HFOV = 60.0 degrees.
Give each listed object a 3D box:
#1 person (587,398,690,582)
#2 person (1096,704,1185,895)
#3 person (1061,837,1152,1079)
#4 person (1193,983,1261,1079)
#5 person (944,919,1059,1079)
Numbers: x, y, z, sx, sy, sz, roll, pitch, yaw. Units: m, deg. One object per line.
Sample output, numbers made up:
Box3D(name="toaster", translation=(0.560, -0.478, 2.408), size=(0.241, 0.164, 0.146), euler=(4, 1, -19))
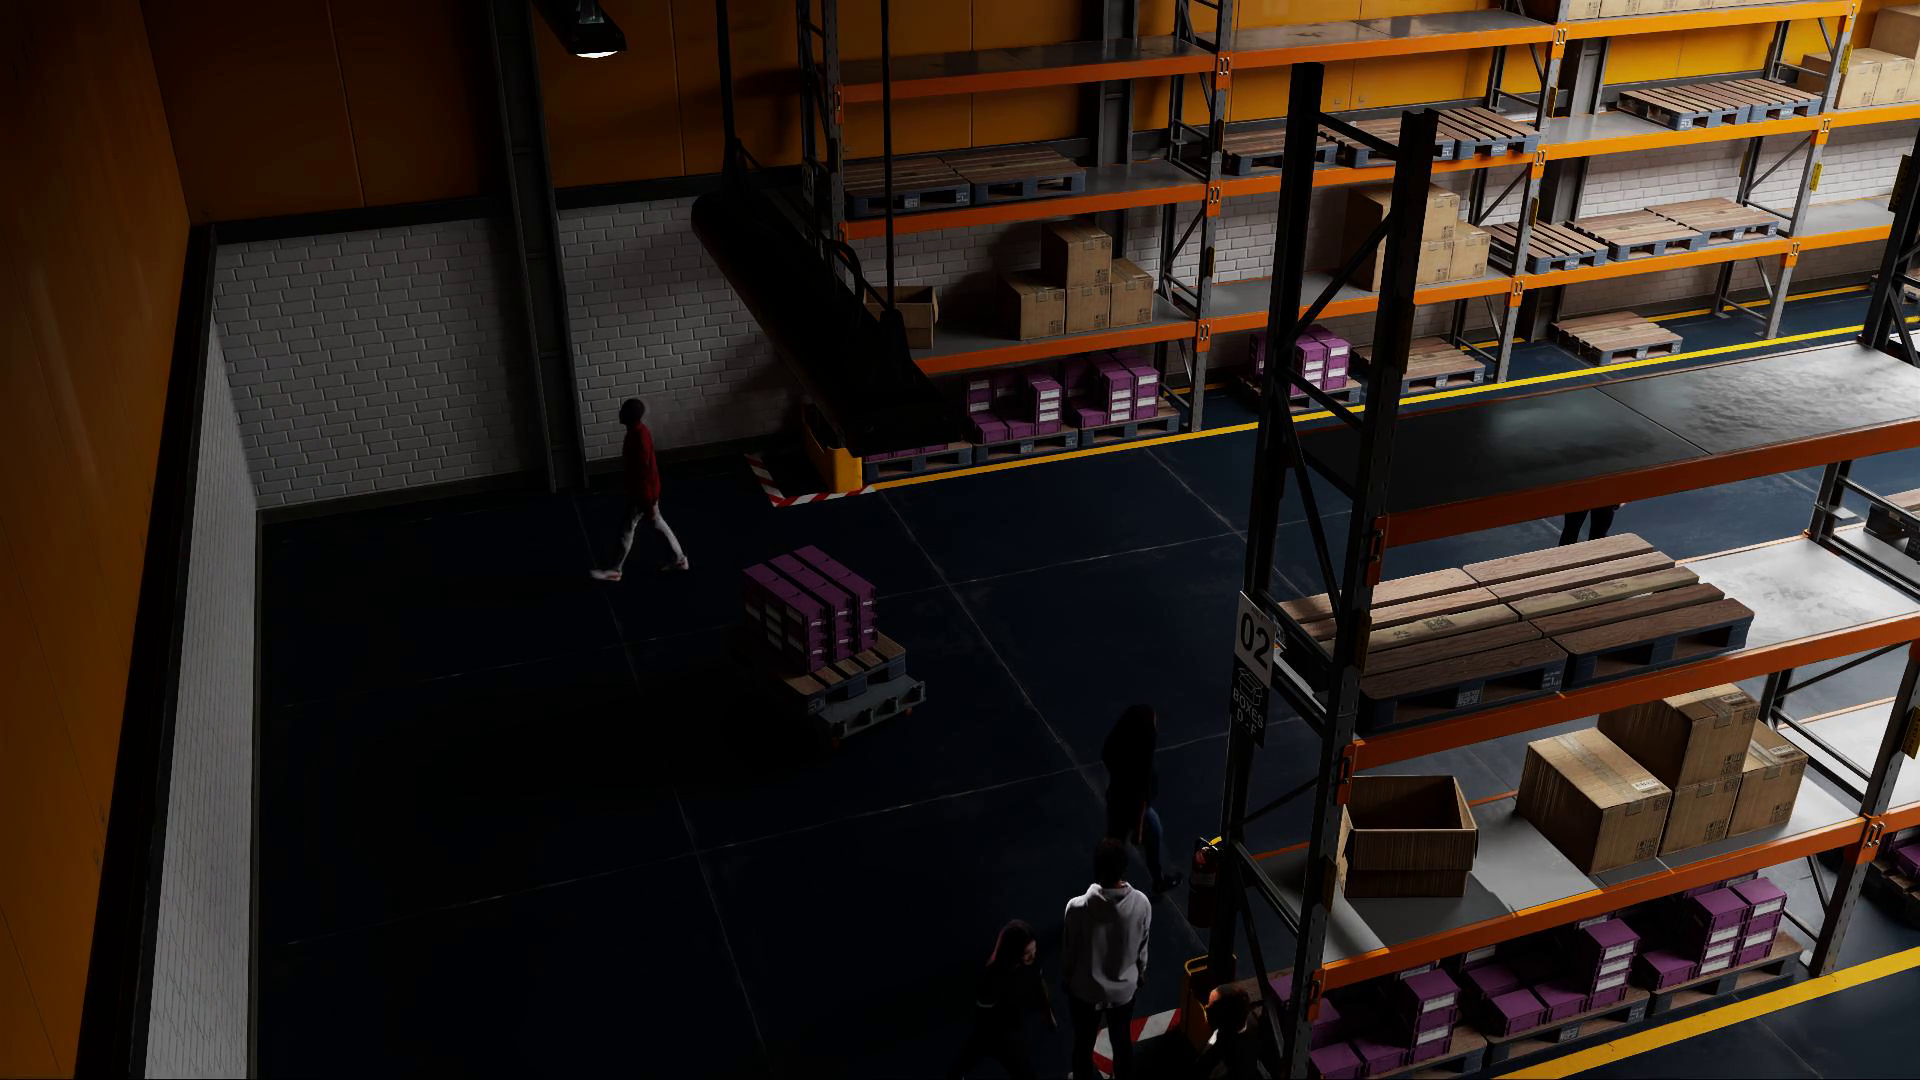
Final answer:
Box3D(name="person", translation=(-2.800, -0.448, 15.111), size=(1.206, 1.776, 0.836), euler=(-5, 29, -9))
Box3D(name="person", translation=(1.069, 1.844, 11.108), size=(0.987, 1.587, 0.713), euler=(-16, 33, -27))
Box3D(name="person", translation=(0.827, 2.530, 9.498), size=(0.574, 1.924, 0.756), euler=(-6, 29, -10))
Box3D(name="person", translation=(1.432, 3.052, 8.577), size=(1.066, 1.890, 0.966), euler=(6, 29, 11))
Box3D(name="person", translation=(0.191, 2.735, 9.475), size=(1.086, 1.585, 1.127), euler=(18, 34, 30))
